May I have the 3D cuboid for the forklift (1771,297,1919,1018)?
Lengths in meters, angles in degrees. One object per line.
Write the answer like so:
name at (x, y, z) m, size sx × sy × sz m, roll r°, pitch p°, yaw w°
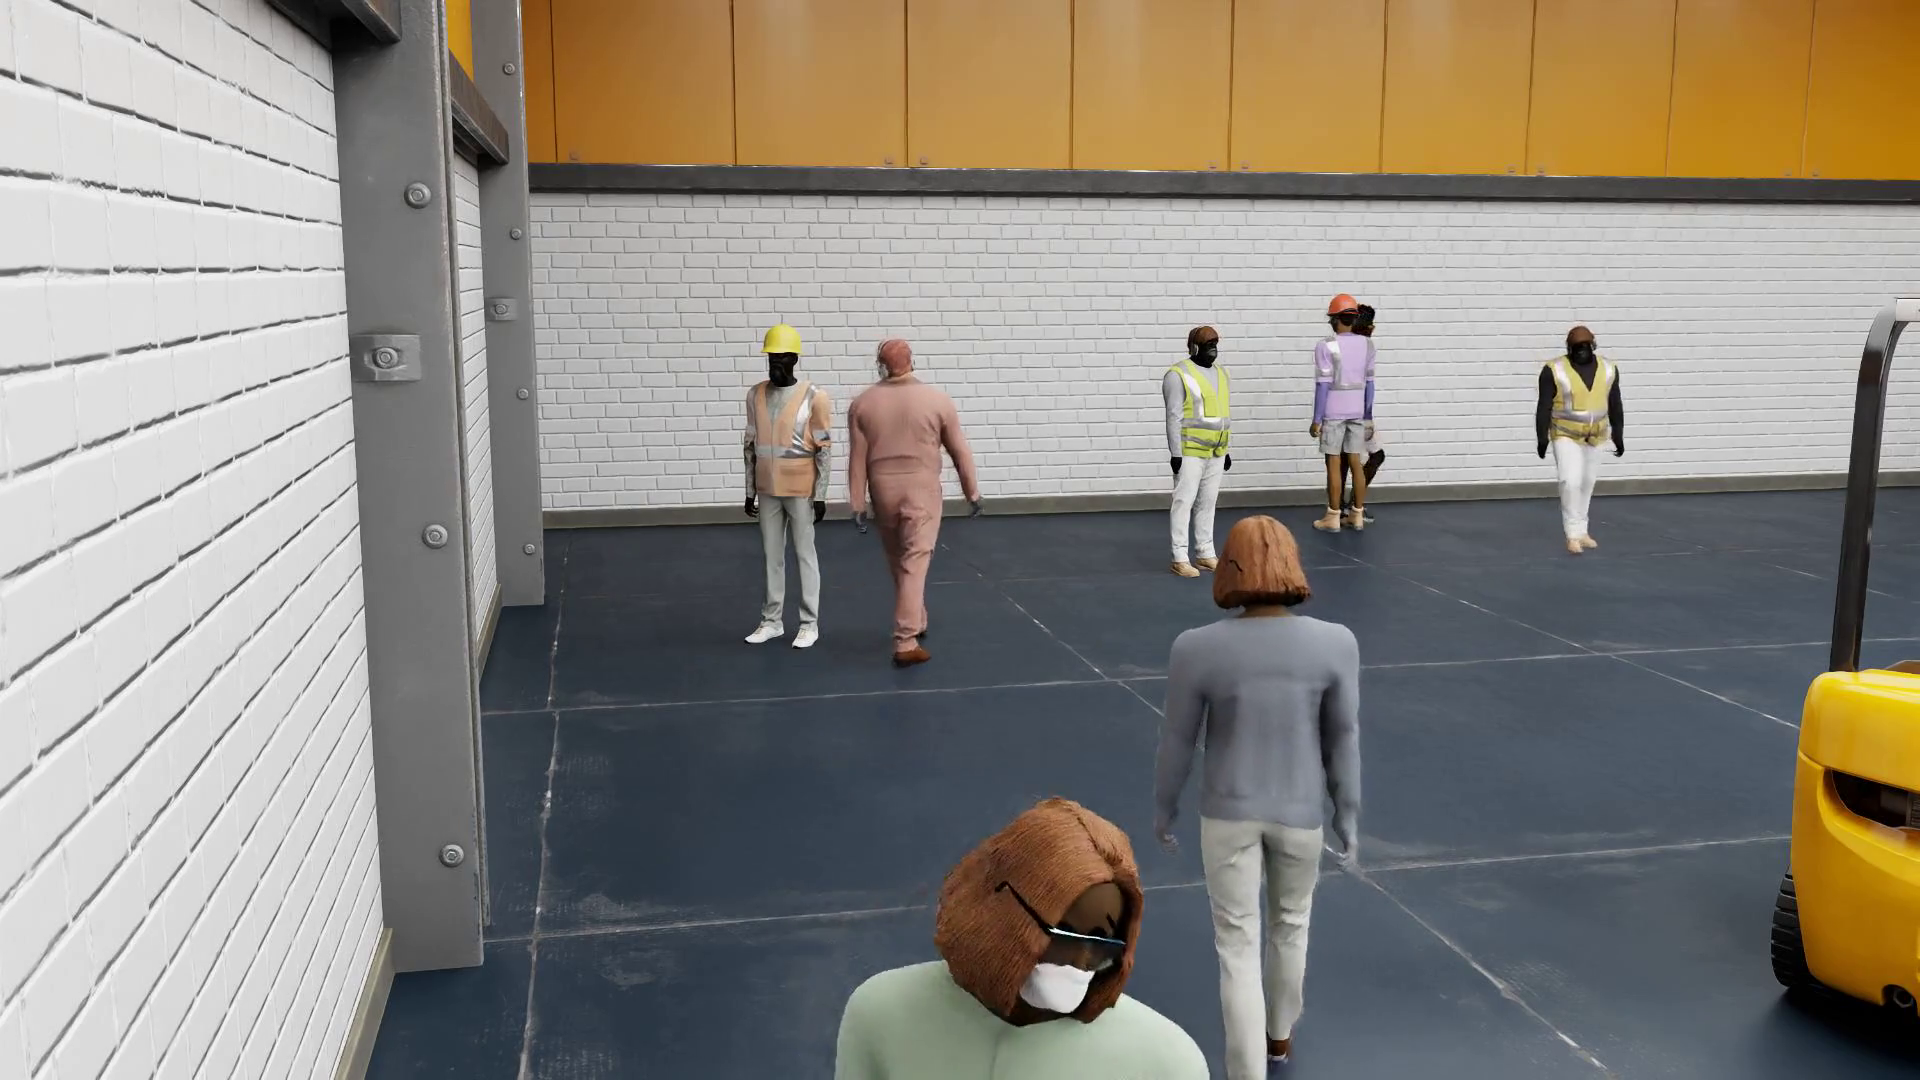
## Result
forklift at (3.542, 0.334, 5.177) m, size 2.313 × 2.155 × 1.214 m, roll -9°, pitch 13°, yaw -43°

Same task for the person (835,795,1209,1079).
person at (-0.004, 1.110, 2.239) m, size 0.650 × 1.613 × 0.279 m, roll 3°, pitch 10°, yaw 19°

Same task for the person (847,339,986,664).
person at (-0.257, -0.245, 9.745) m, size 0.737 × 1.844 × 0.989 m, roll 2°, pitch 10°, yaw 14°

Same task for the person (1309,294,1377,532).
person at (3.268, -1.089, 14.310) m, size 0.613 × 2.041 × 0.392 m, roll -4°, pitch 10°, yaw -24°

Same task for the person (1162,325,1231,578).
person at (1.780, -0.655, 12.276) m, size 0.624 × 1.844 × 0.429 m, roll -7°, pitch 12°, yaw -38°

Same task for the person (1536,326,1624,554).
person at (4.949, -0.795, 13.267) m, size 0.621 × 1.795 × 0.728 m, roll -1°, pitch 9°, yaw -6°

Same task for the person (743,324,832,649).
person at (-1.045, -0.317, 9.945) m, size 0.589 × 1.930 × 0.360 m, roll 4°, pitch 10°, yaw 25°

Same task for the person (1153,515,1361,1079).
person at (0.787, 0.724, 4.532) m, size 0.527 × 1.607 × 0.671 m, roll 0°, pitch 9°, yaw 0°

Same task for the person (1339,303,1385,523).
person at (3.520, -1.104, 14.670) m, size 0.482 × 1.947 × 0.635 m, roll -3°, pitch 10°, yaw -20°
